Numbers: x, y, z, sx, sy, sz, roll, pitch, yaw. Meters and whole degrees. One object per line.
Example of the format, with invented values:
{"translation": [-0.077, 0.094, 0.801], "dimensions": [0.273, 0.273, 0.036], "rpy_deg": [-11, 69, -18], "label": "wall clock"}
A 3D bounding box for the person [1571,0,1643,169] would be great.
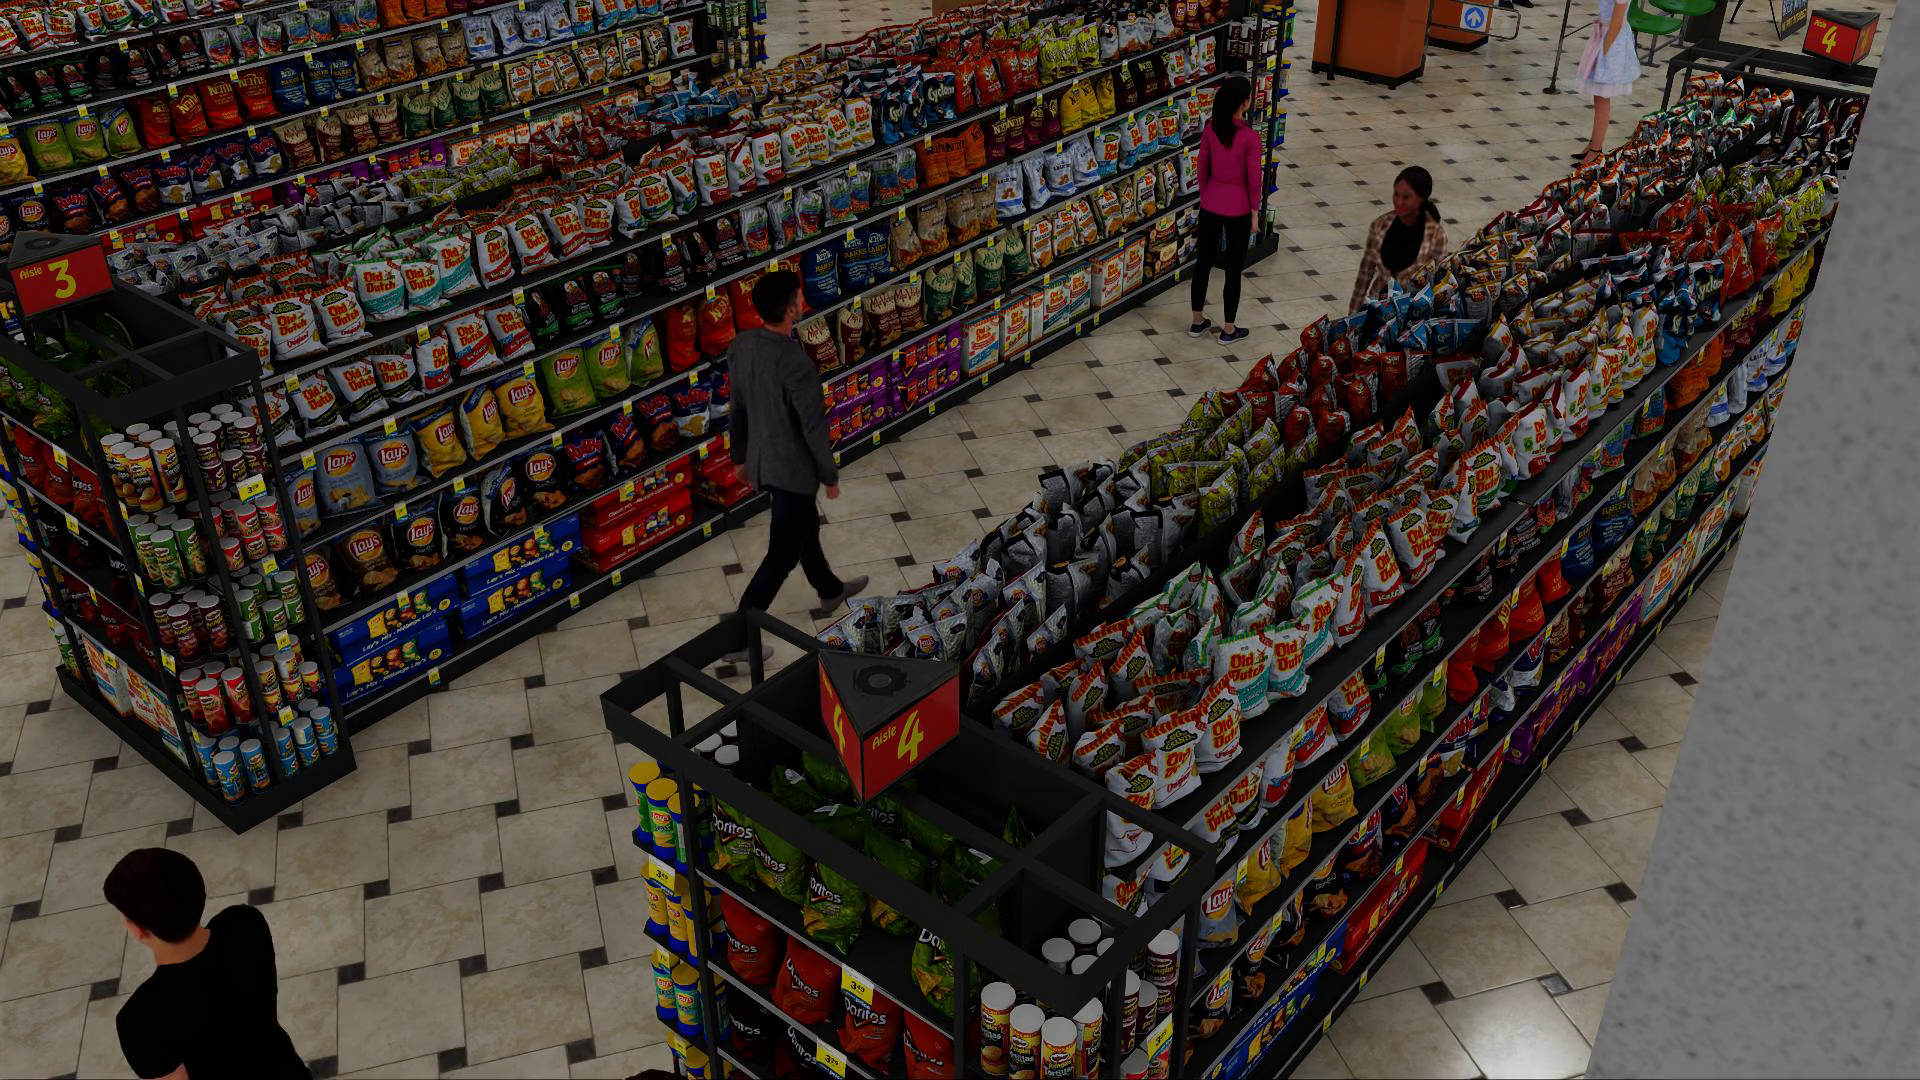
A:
{"translation": [5.165, -3.871, 13.241], "dimensions": [0.862, 1.819, 0.776], "rpy_deg": [11, 34, 17], "label": "person"}

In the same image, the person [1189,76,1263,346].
{"translation": [1.665, -2.070, 10.462], "dimensions": [0.585, 1.698, 0.556], "rpy_deg": [22, 38, 31], "label": "person"}

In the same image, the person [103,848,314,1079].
{"translation": [-1.867, 1.569, 4.480], "dimensions": [0.894, 1.839, 0.994], "rpy_deg": [14, 34, 21], "label": "person"}

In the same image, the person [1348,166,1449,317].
{"translation": [2.364, -1.160, 8.950], "dimensions": [0.617, 1.751, 1.077], "rpy_deg": [23, 39, 32], "label": "person"}

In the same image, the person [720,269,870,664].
{"translation": [-0.835, -0.268, 7.439], "dimensions": [1.236, 1.832, 0.783], "rpy_deg": [-27, 41, -36], "label": "person"}

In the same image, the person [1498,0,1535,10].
{"translation": [6.024, -6.584, 17.602], "dimensions": [0.672, 1.819, 0.806], "rpy_deg": [-11, 34, -18], "label": "person"}
